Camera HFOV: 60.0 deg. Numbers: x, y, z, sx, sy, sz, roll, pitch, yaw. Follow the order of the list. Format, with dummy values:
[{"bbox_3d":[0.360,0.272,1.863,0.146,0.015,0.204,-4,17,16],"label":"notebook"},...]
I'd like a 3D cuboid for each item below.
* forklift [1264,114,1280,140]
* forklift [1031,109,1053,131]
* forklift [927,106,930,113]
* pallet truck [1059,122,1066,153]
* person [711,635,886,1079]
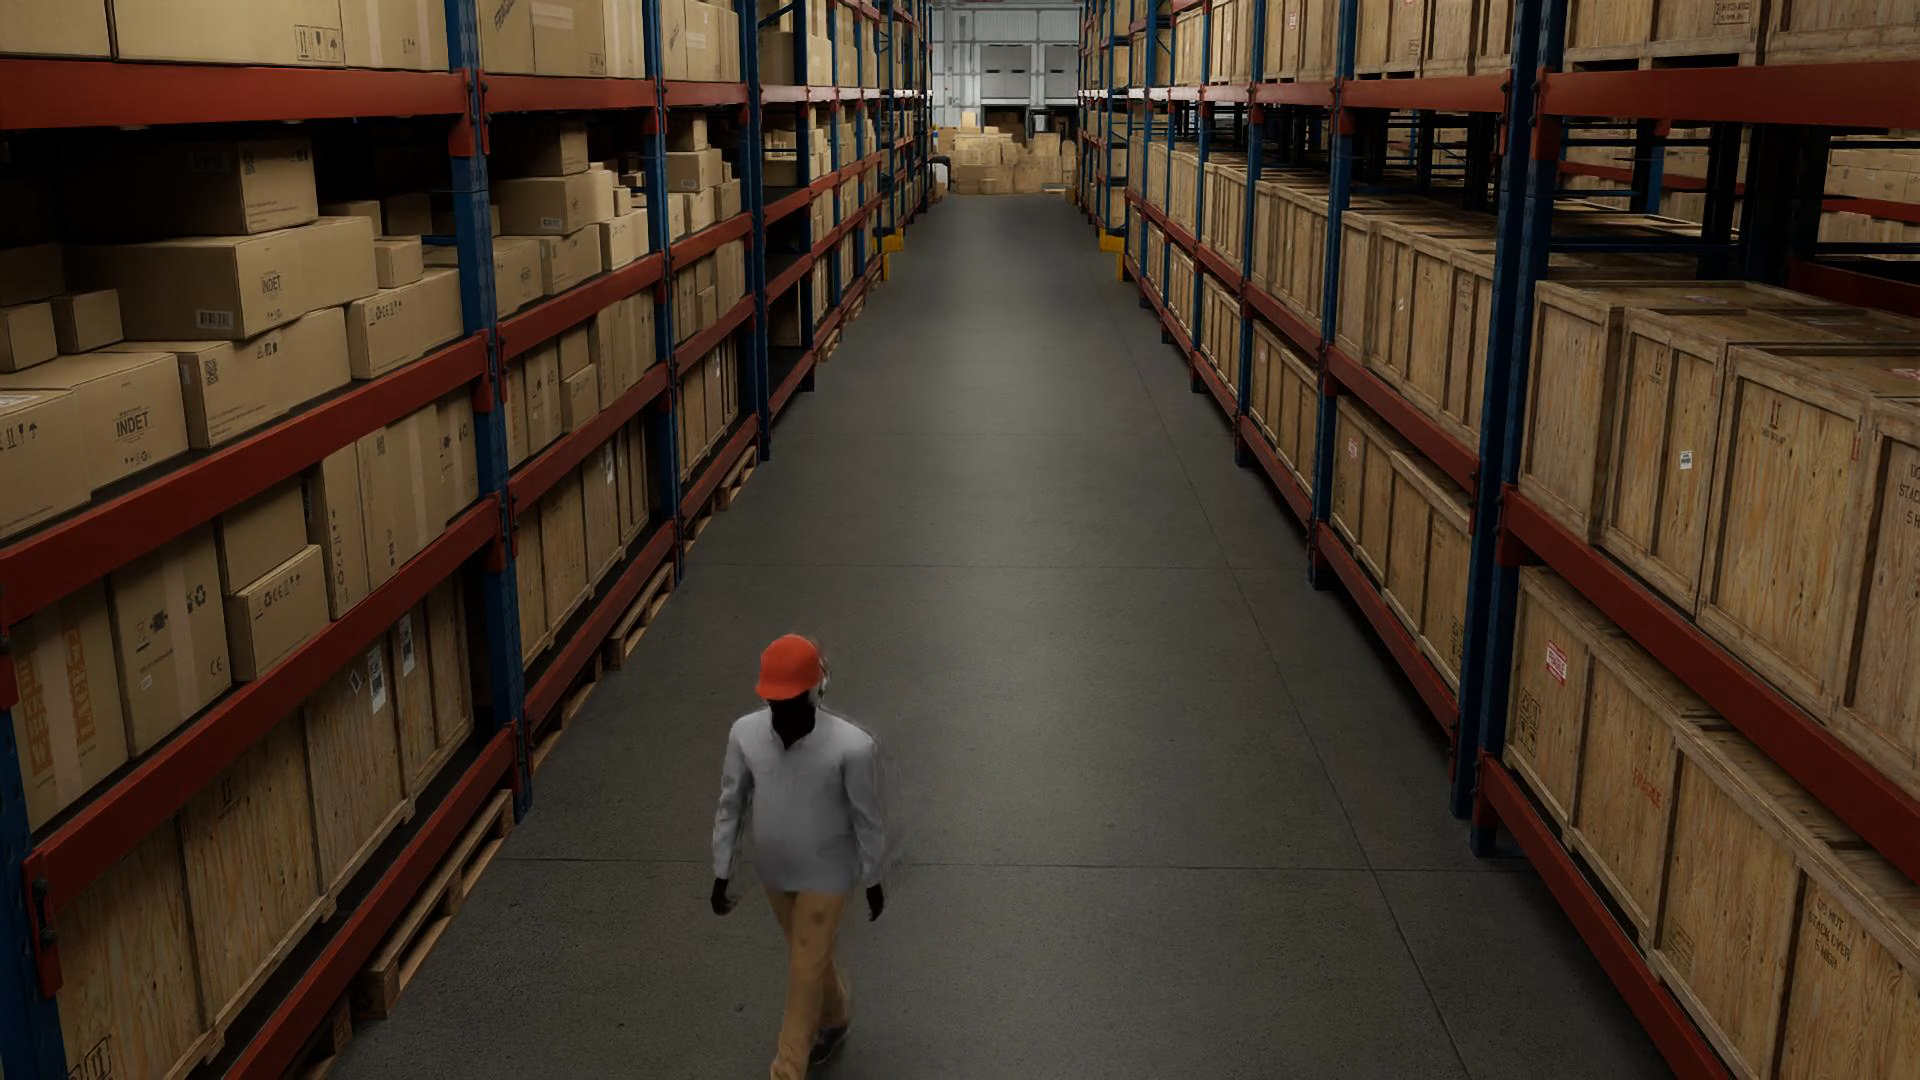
[{"bbox_3d":[11.027,-14.004,59.894,1.129,2.768,1.873,0,15,2],"label":"forklift"},{"bbox_3d":[3.409,-16.577,69.470,1.129,2.768,1.873,0,15,2],"label":"forklift"},{"bbox_3d":[-2.001,-20.667,84.687,1.129,2.768,1.873,0,15,2],"label":"forklift"},{"bbox_3d":[5.788,-21.111,88.014,1.885,1.965,0.823,5,16,18],"label":"pallet truck"},{"bbox_3d":[-0.588,1.147,5.740,0.591,1.700,0.885,7,16,24],"label":"person"}]
